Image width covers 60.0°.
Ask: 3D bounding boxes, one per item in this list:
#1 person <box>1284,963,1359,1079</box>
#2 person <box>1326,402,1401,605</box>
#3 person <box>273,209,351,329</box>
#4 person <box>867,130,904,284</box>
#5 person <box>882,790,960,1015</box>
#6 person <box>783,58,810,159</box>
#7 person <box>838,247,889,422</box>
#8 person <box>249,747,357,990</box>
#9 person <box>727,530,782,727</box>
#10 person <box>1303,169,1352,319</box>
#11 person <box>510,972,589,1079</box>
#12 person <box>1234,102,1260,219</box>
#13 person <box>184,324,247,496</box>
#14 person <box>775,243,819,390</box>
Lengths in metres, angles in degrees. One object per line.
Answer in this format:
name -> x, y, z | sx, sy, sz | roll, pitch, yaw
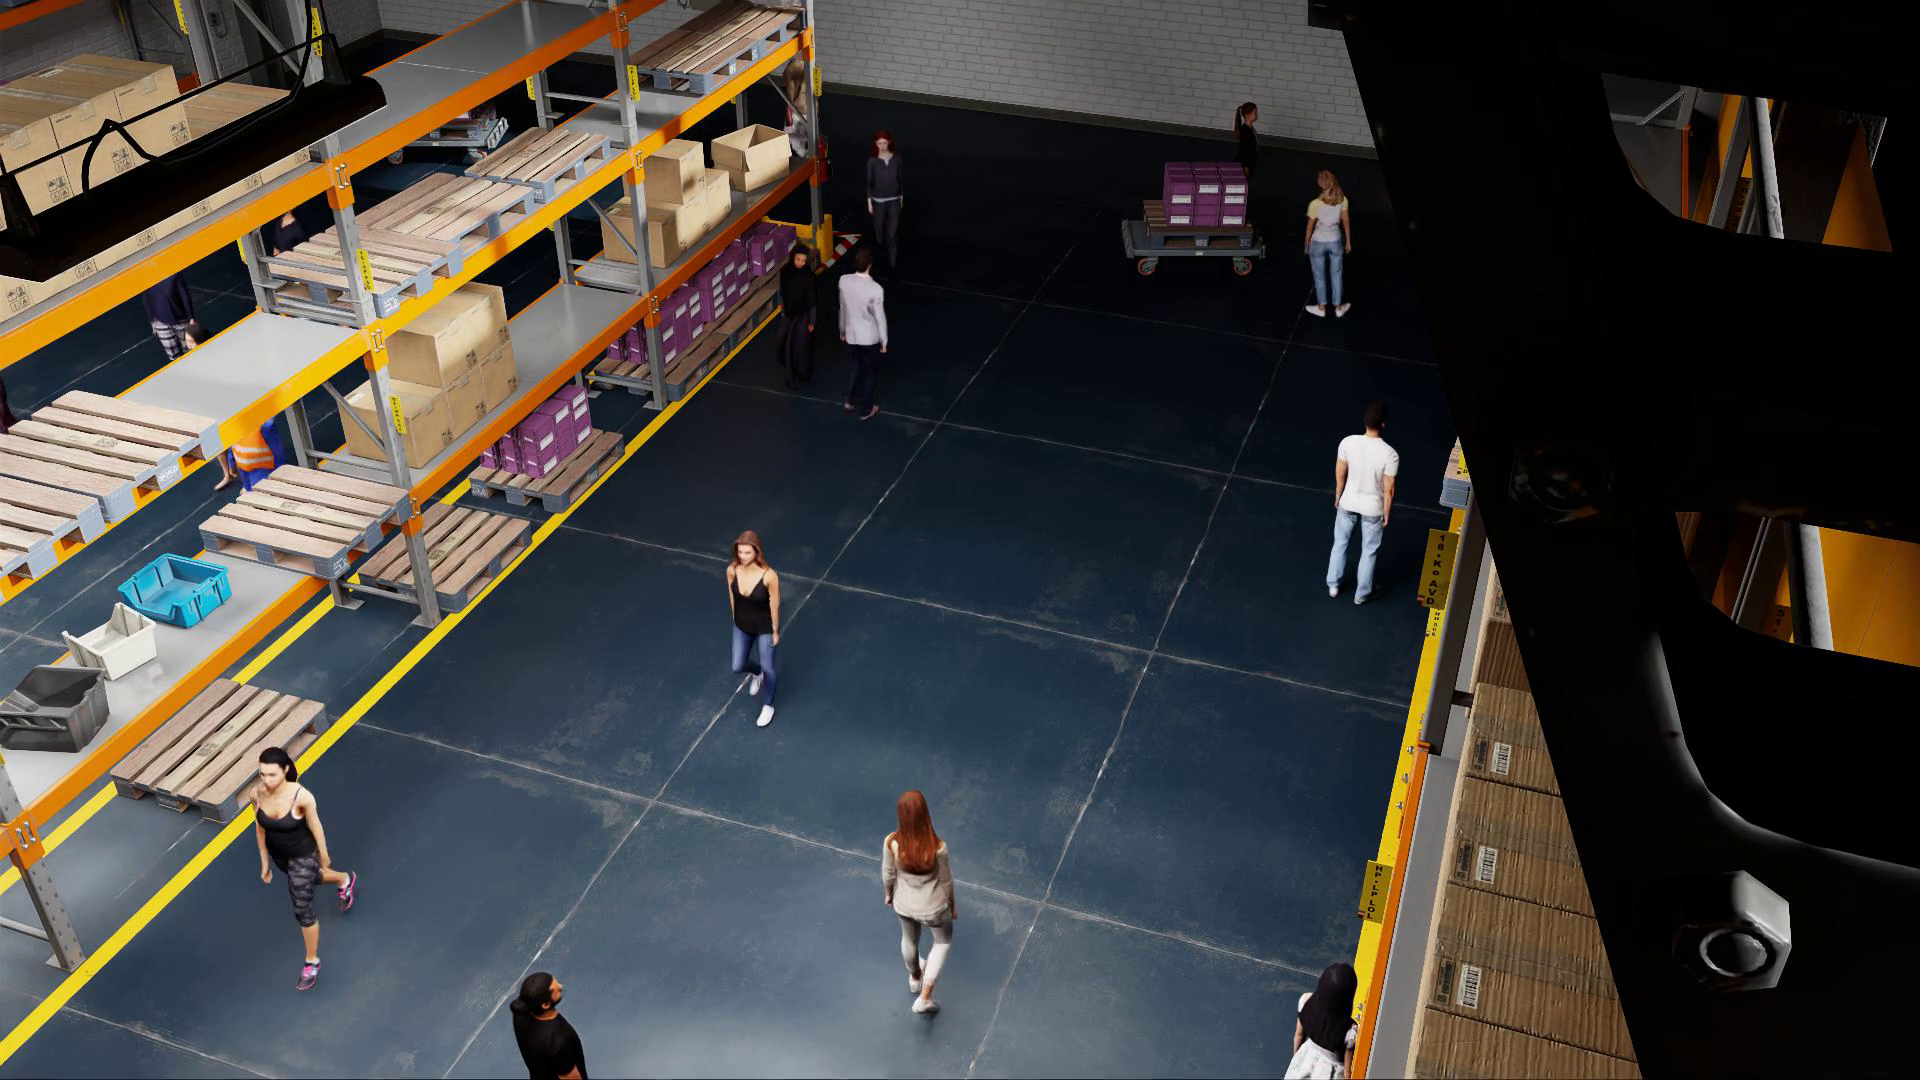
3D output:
person -> 1.965, 2.970, 9.056 | 0.795, 1.769, 0.774 | -26, 41, -33
person -> 3.368, -0.309, 13.905 | 0.724, 1.862, 0.637 | 21, 39, 28
person -> -6.966, -2.862, 17.798 | 1.267, 1.805, 0.992 | -28, 43, -35
person -> -0.890, -3.973, 19.529 | 0.942, 1.738, 1.236 | -3, 34, -4
person -> -0.248, 2.262, 10.188 | 0.653, 1.695, 0.781 | 9, 35, 13
person -> -2.067, -5.663, 22.009 | 0.846, 1.809, 0.717 | 16, 37, 22
person -> -1.019, -1.994, 16.465 | 0.756, 1.835, 0.729 | 18, 37, 24
person -> -4.204, 1.958, 10.649 | 0.682, 1.690, 1.165 | 7, 34, 10
person -> -1.519, 0.609, 12.660 | 0.589, 1.712, 0.721 | 9, 35, 14
person -> 4.133, -3.269, 18.510 | 0.893, 1.694, 0.860 | 0, 34, 1
person -> -2.178, 2.990, 9.036 | 0.717, 1.758, 0.718 | -29, 43, -36
person -> 3.558, -4.721, 20.821 | 0.653, 1.555, 0.543 | 3, 34, 5
person -> -6.878, -1.218, 15.414 | 0.597, 1.706, 0.518 | 10, 35, 14
person -> -1.619, -2.352, 17.216 | 0.687, 1.599, 0.813 | 20, 38, 27
